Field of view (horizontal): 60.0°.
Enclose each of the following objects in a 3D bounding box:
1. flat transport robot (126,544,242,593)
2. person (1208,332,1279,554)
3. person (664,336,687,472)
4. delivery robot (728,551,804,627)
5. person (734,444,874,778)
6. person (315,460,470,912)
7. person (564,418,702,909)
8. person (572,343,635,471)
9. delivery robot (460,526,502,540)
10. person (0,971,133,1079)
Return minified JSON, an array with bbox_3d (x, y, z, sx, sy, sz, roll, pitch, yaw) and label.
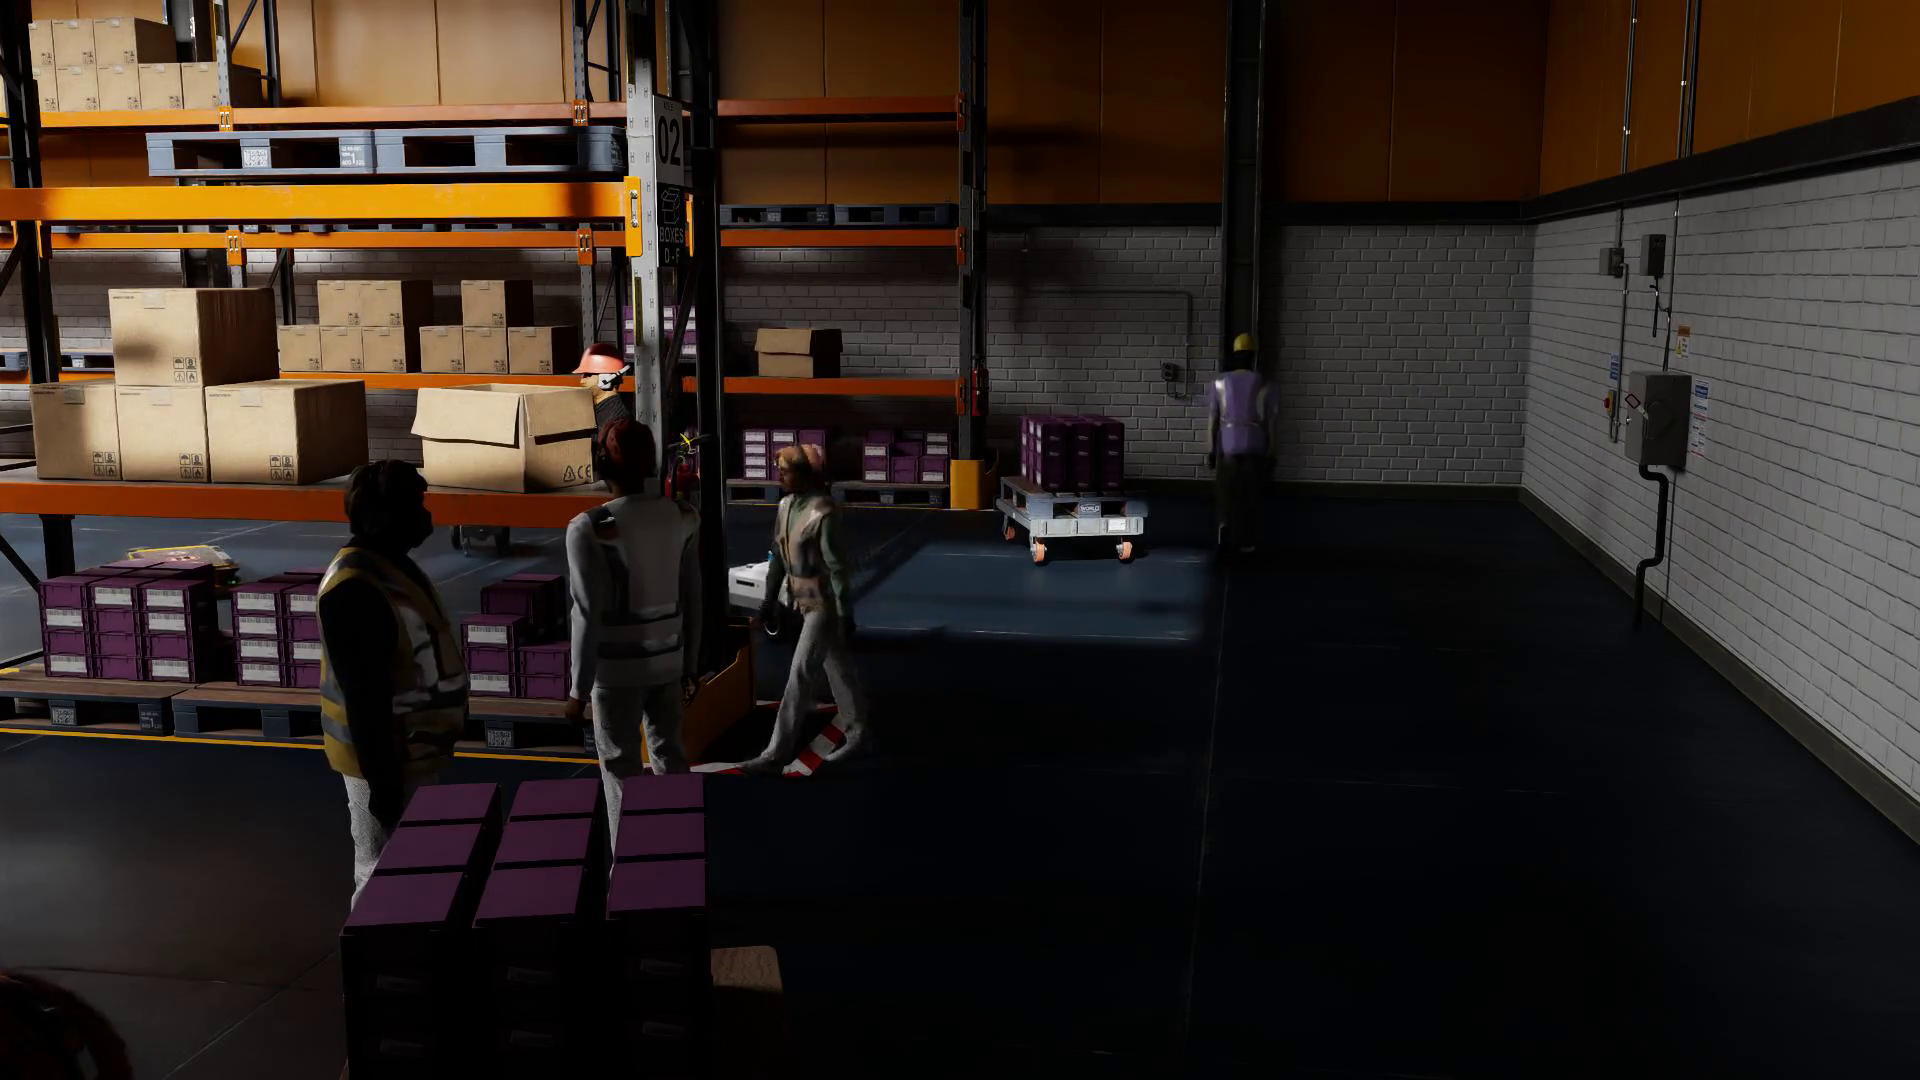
[{"bbox_3d":[-5.975,0.224,12.772,0.652,0.197,1.431,-6,11,-31],"label":"flat transport robot"},{"bbox_3d":[2.381,-0.795,14.053,0.585,1.903,0.602,3,10,18],"label":"person"},{"bbox_3d":[-2.880,-1.009,15.640,0.814,1.813,0.528,1,9,4],"label":"person"},{"bbox_3d":[-1.220,0.311,11.064,0.707,0.478,0.477,9,12,42],"label":"delivery robot"},{"bbox_3d":[-0.757,0.339,7.964,0.844,1.591,0.522,-5,10,-26],"label":"person"},{"bbox_3d":[-1.731,0.669,5.148,0.429,1.845,0.621,-2,9,-9],"label":"person"},{"bbox_3d":[-1.194,0.491,6.123,0.340,1.882,0.585,8,12,40],"label":"person"},{"bbox_3d":[-2.068,-0.159,9.816,0.380,1.995,0.611,-3,10,-15],"label":"person"},{"bbox_3d":[-4.149,-0.222,14.370,0.477,0.478,0.707,-3,10,-18],"label":"delivery robot"},{"bbox_3d":[-0.725,1.256,1.308,0.641,1.908,0.407,3,10,18],"label":"person"}]
